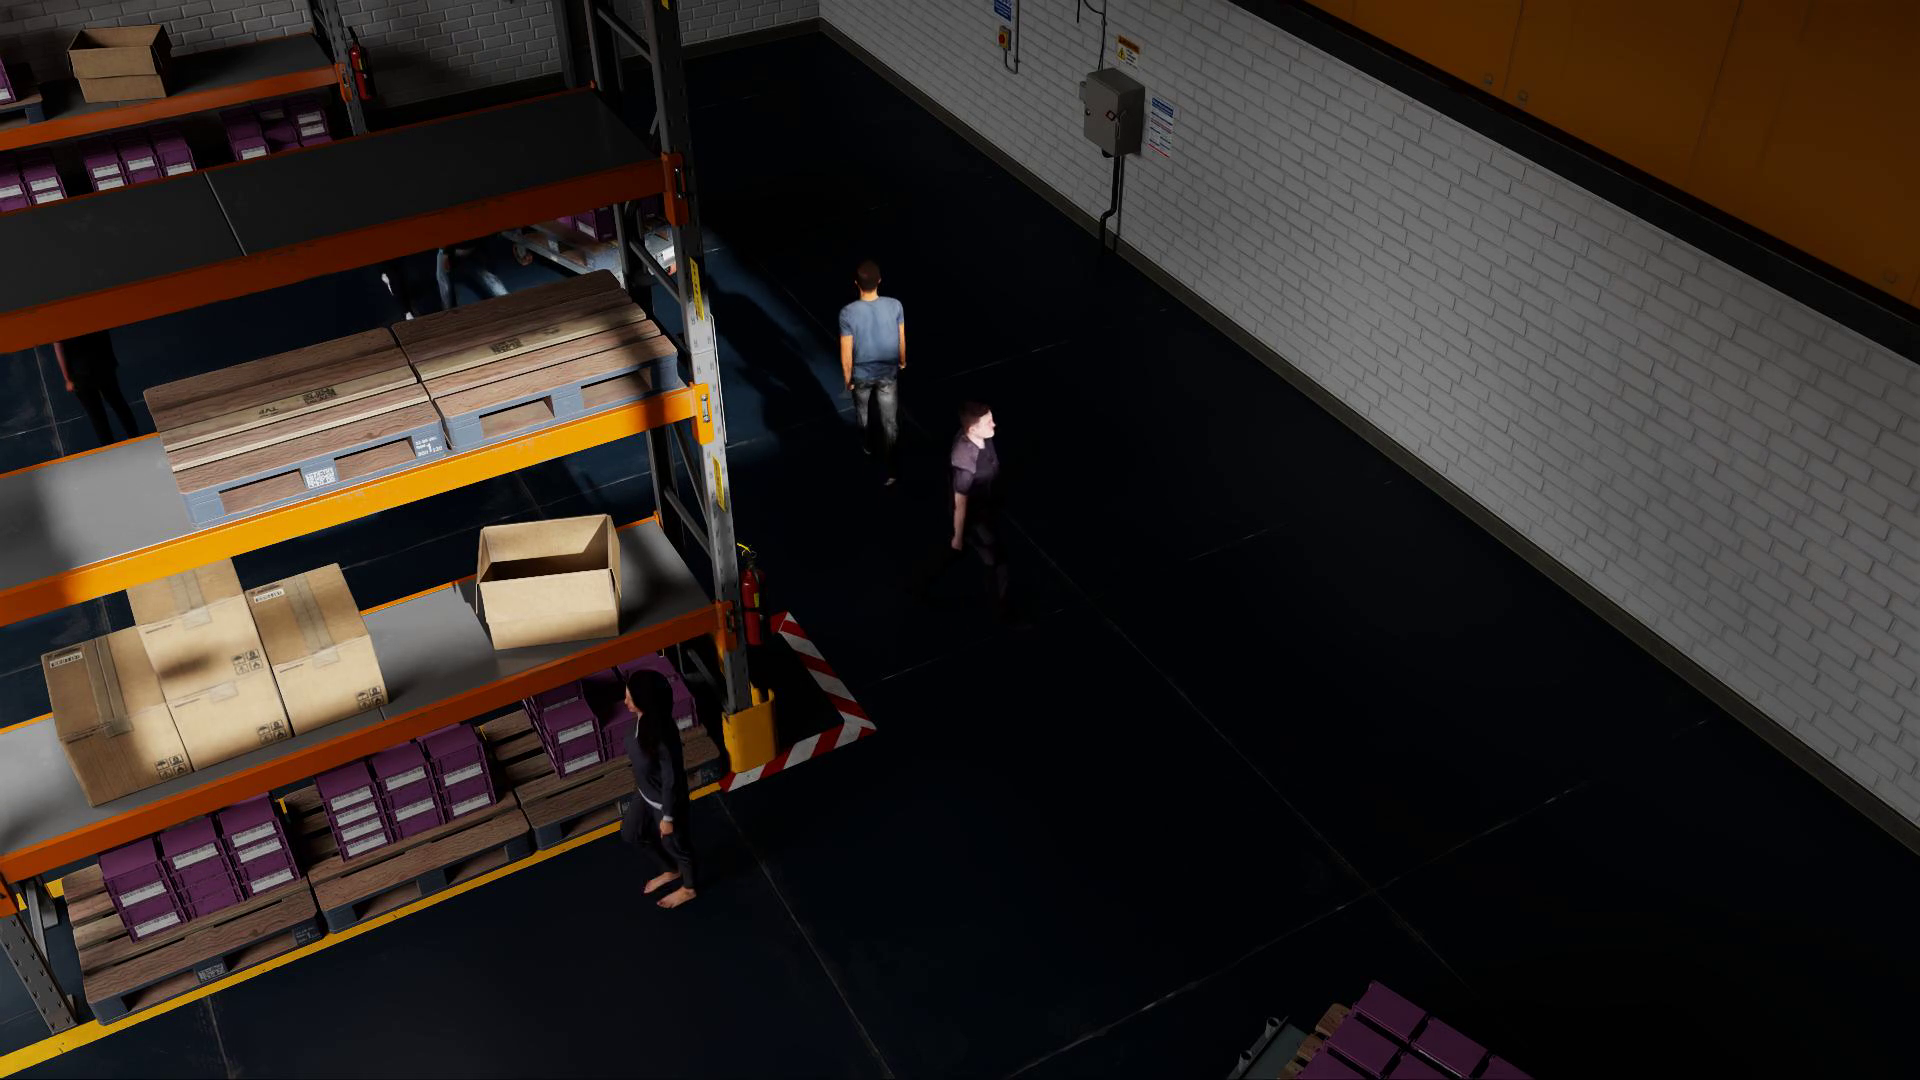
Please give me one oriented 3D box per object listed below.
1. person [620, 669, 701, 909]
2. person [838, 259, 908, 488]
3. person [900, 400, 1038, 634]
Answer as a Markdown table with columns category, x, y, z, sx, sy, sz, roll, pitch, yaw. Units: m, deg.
| category | x | y | z | sx | sy | sz | roll | pitch | yaw |
| --- | --- | --- | --- | --- | --- | --- | --- | --- | --- |
| person | -1.558 | 1.338 | 9.095 | 0.620 | 1.763 | 0.645 | -23 | 44 | -26 |
| person | -0.608 | -1.198 | 12.259 | 1.174 | 1.776 | 0.974 | -7 | 39 | -9 |
| person | -0.002 | -0.166 | 10.940 | 1.299 | 1.810 | 1.150 | 4 | 39 | 5 |
